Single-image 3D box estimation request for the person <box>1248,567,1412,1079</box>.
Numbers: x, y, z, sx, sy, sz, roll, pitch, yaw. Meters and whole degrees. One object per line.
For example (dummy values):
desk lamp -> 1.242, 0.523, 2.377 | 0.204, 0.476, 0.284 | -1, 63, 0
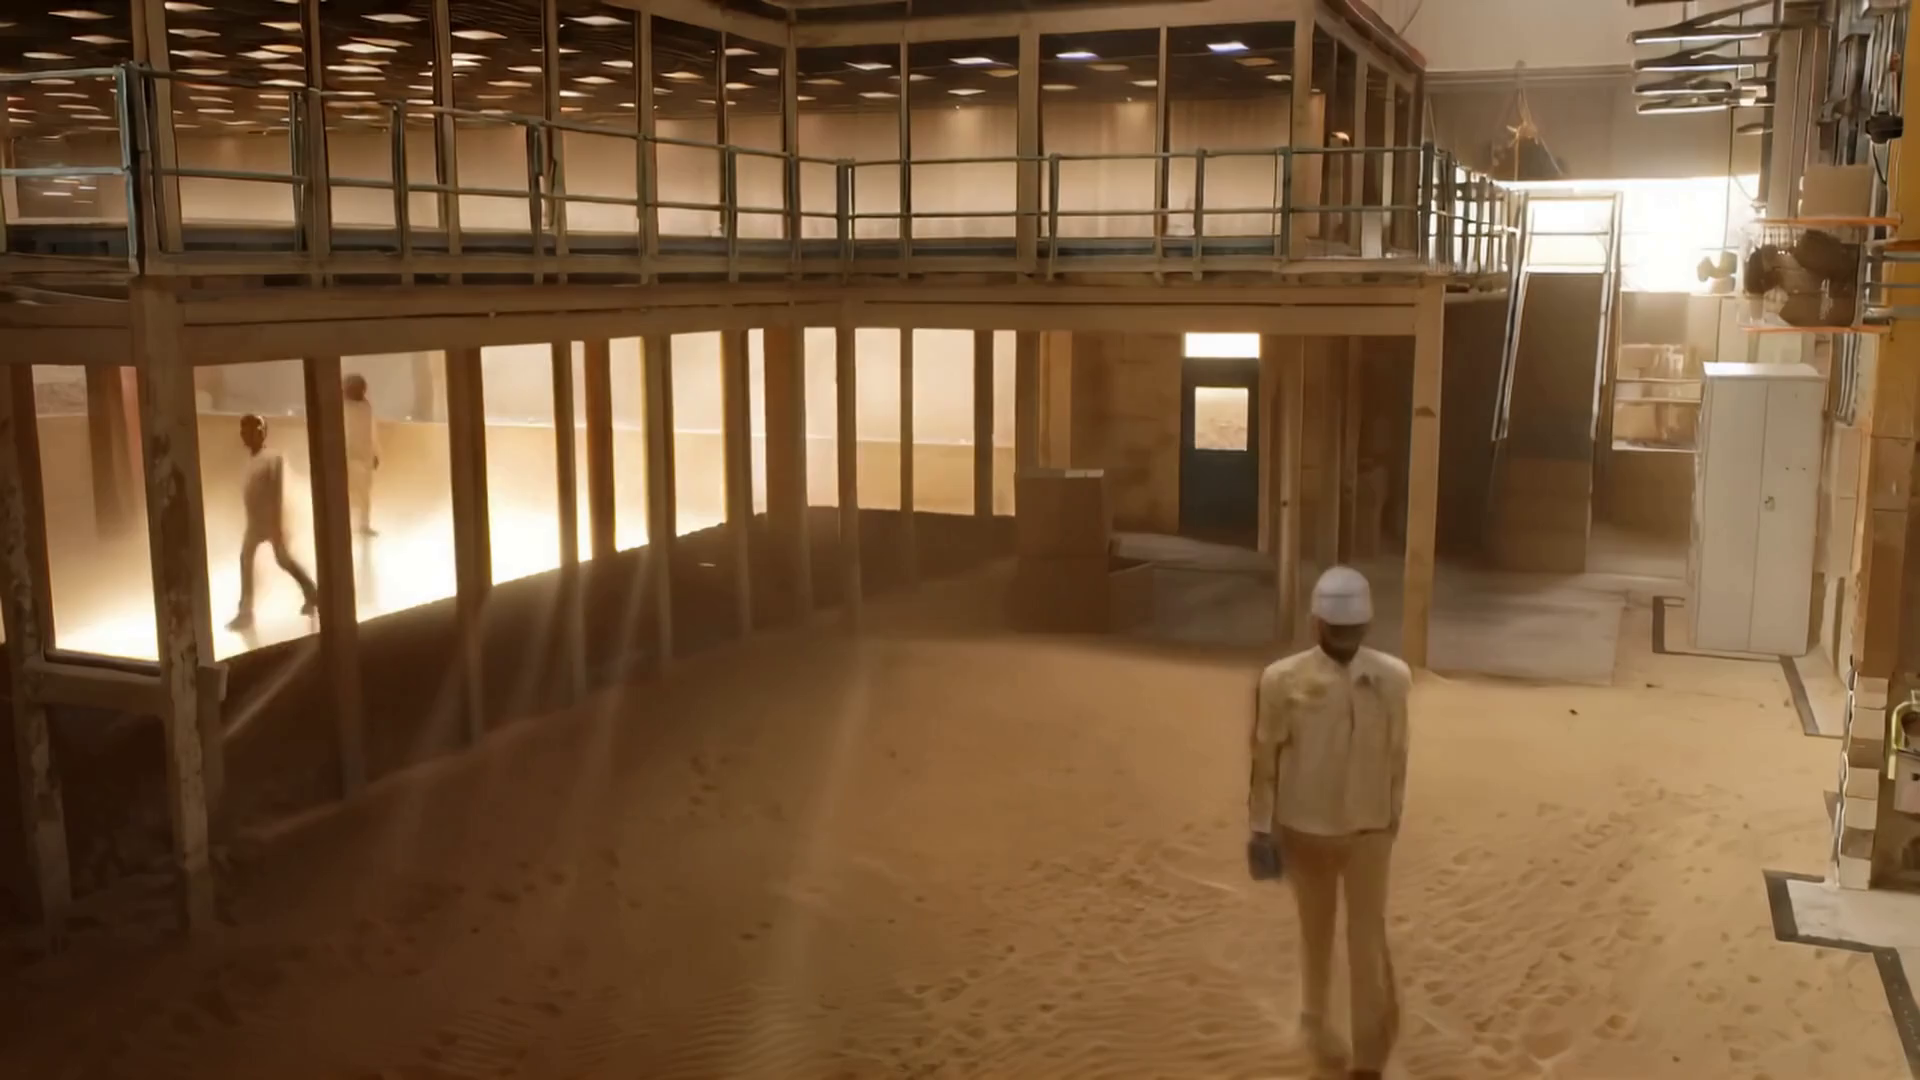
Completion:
person -> 1.419, 1.076, 6.303 | 0.659, 1.940, 1.011 | 0, 9, -1
